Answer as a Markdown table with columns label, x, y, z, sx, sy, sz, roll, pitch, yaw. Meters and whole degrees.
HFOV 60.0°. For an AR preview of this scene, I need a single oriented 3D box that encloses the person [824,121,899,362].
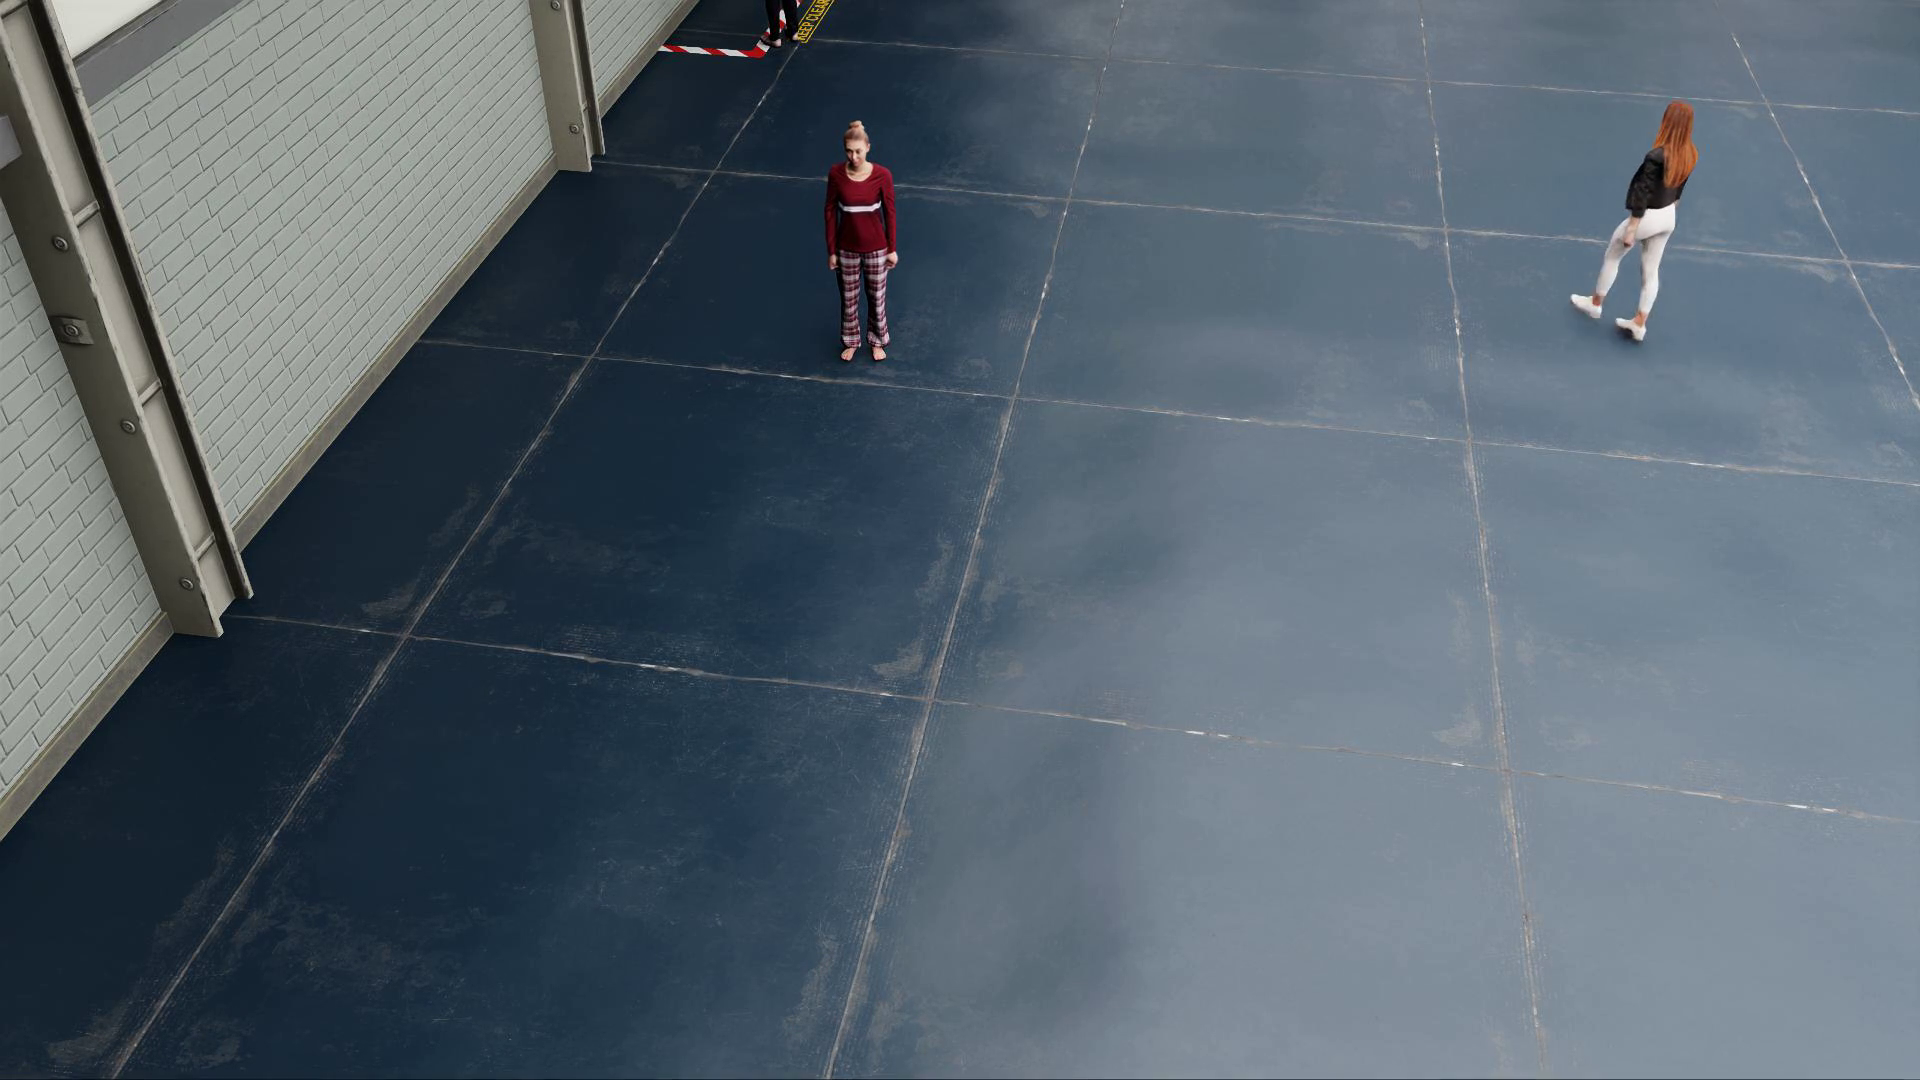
| label | x | y | z | sx | sy | sz | roll | pitch | yaw |
| --- | --- | --- | --- | --- | --- | --- | --- | --- | --- |
| person | -0.660 | -1.979 | 11.161 | 0.664 | 1.699 | 0.562 | -1 | 38 | -1 |

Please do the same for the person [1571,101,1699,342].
| label | x | y | z | sx | sy | sz | roll | pitch | yaw |
| --- | --- | --- | --- | --- | --- | --- | --- | --- | --- |
| person | 4.771 | -2.138 | 11.375 | 0.877 | 1.687 | 0.985 | -14 | 40 | -17 |

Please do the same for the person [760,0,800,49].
| label | x | y | z | sx | sy | sz | roll | pitch | yaw |
| --- | --- | --- | --- | --- | --- | --- | --- | --- | --- |
| person | -1.741 | -5.494 | 15.722 | 0.754 | 1.617 | 0.831 | -29 | 46 | -32 |
